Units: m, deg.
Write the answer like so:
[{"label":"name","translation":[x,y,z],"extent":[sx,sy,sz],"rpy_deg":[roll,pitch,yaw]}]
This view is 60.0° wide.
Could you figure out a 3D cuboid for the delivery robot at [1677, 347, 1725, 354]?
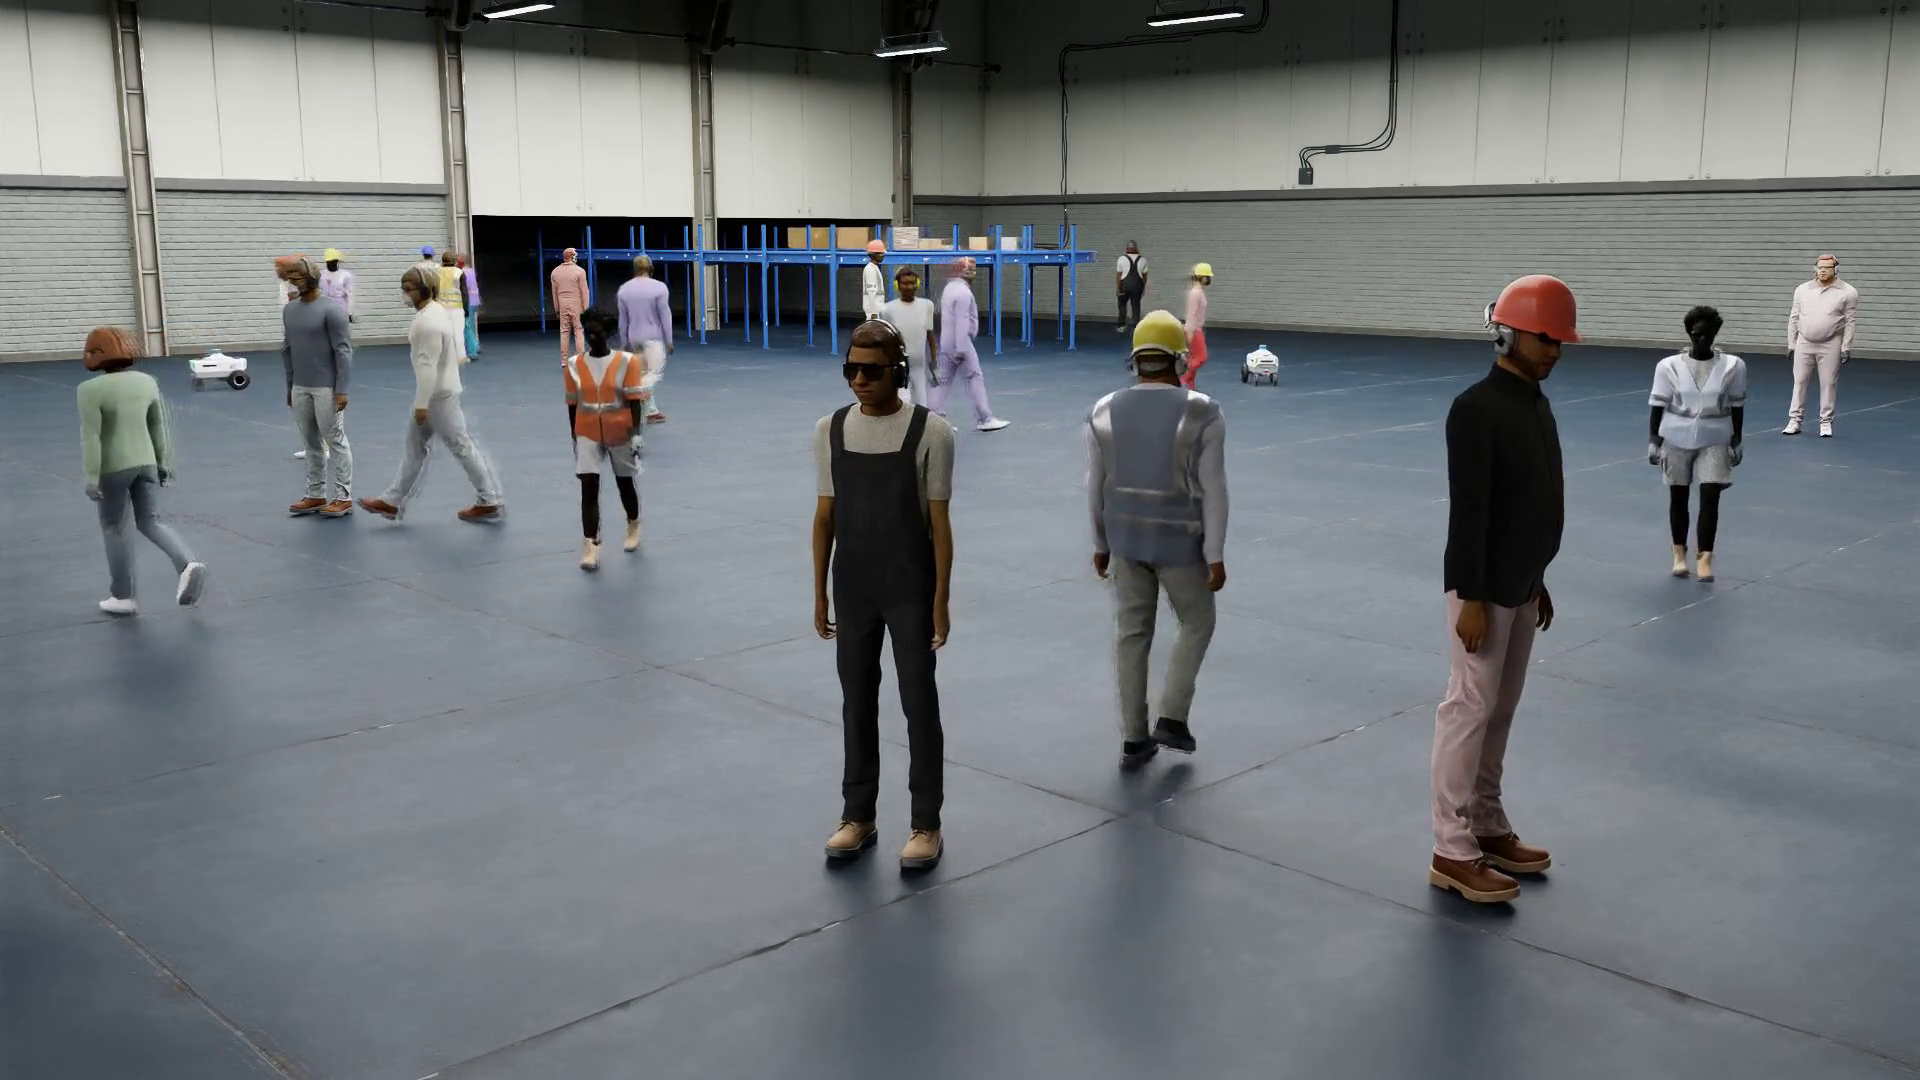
[{"label":"delivery robot","translation":[11.262,-2.937,25.247],"extent":[0.699,0.223,0.335],"rpy_deg":[-2,11,-11]}]

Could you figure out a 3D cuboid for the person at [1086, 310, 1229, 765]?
[{"label":"person","translation":[0.789,-0.002,6.644],"extent":[0.616,1.812,0.443],"rpy_deg":[5,12,27]}]

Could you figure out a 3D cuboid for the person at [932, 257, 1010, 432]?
[{"label":"person","translation":[0.098,-2.087,17.860],"extent":[0.915,1.866,0.667],"rpy_deg":[-4,11,-19]}]

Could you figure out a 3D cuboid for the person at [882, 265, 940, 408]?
[{"label":"person","translation":[-0.476,-1.593,15.238],"extent":[0.533,1.850,0.681],"rpy_deg":[-4,11,-19]}]

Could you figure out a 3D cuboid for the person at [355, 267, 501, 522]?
[{"label":"person","translation":[-3.893,-1.041,12.143],"extent":[1.049,1.876,0.647],"rpy_deg":[-3,11,-18]}]

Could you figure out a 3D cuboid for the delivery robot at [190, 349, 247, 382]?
[{"label":"delivery robot","translation":[-10.269,-2.398,23.022],"extent":[0.707,0.478,0.477],"rpy_deg":[-6,12,-28]}]

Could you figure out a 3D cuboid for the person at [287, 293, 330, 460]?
[{"label":"person","translation":[-6.167,-1.578,15.741],"extent":[0.289,1.633,0.501],"rpy_deg":[-7,13,-35]}]

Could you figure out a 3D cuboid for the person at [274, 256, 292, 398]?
[{"label":"person","translation":[-8.657,-2.770,21.690],"extent":[0.610,1.842,0.576],"rpy_deg":[10,14,44]}]

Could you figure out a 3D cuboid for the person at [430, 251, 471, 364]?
[{"label":"person","translation":[-8.426,-3.846,27.542],"extent":[0.631,1.842,0.428],"rpy_deg":[1,10,4]}]

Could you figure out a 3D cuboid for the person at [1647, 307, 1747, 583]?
[{"label":"person","translation":[4.468,-0.570,10.121],"extent":[0.555,1.667,0.762],"rpy_deg":[5,11,23]}]

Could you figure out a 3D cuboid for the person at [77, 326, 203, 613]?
[{"label":"person","translation":[-4.594,-0.384,9.281],"extent":[0.611,1.615,0.521],"rpy_deg":[5,12,25]}]

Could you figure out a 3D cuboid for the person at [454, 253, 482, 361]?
[{"label":"person","translation":[-8.365,-3.948,28.174],"extent":[0.451,1.810,0.633],"rpy_deg":[1,10,7]}]

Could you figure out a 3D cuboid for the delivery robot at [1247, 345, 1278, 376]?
[{"label":"delivery robot","translation":[4.339,-2.557,23.872],"extent":[0.477,0.478,0.707],"rpy_deg":[0,10,-1]}]

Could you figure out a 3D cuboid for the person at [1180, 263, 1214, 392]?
[{"label":"person","translation":[3.104,-2.719,21.653],"extent":[0.375,1.752,0.531],"rpy_deg":[3,11,14]}]

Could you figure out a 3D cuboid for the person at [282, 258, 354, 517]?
[{"label":"person","translation":[-4.855,-1.148,12.570],"extent":[0.632,1.936,0.359],"rpy_deg":[5,12,28]}]

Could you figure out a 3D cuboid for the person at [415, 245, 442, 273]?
[{"label":"person","translation":[-10.098,-4.653,31.746],"extent":[0.612,1.957,0.574],"rpy_deg":[3,11,18]}]

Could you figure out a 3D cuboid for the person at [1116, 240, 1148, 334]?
[{"label":"person","translation":[3.675,-5.477,36.013],"extent":[0.702,2.000,0.896],"rpy_deg":[-2,11,-9]}]

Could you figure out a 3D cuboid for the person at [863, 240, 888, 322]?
[{"label":"person","translation":[-1.254,-3.445,24.807],"extent":[0.391,2.040,0.615],"rpy_deg":[0,10,-2]}]

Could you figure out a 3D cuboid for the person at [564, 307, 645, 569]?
[{"label":"person","translation":[-2.302,-0.695,10.854],"extent":[0.525,1.662,0.845],"rpy_deg":[0,10,-1]}]

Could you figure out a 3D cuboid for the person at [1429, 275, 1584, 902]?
[{"label":"person","translation":[1.766,0.147,5.377],"extent":[0.392,1.985,0.609],"rpy_deg":[8,13,38]}]

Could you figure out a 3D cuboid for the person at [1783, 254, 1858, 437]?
[{"label":"person","translation":[9.087,-2.054,17.597],"extent":[0.639,1.909,0.409],"rpy_deg":[8,13,36]}]

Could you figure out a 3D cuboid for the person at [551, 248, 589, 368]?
[{"label":"person","translation":[-6.210,-3.721,26.682],"extent":[0.638,1.910,0.407],"rpy_deg":[3,11,18]}]

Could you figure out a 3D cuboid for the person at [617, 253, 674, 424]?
[{"label":"person","translation":[-3.536,-2.229,18.535],"extent":[0.636,1.920,0.823],"rpy_deg":[5,12,26]}]

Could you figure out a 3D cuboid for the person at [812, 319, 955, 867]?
[{"label":"person","translation":[-0.262,0.182,5.593],"extent":[0.505,1.841,0.331],"rpy_deg":[3,11,17]}]

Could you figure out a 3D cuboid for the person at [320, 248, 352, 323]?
[{"label":"person","translation":[-9.810,-3.621,26.116],"extent":[0.614,1.911,0.414],"rpy_deg":[3,11,18]}]
